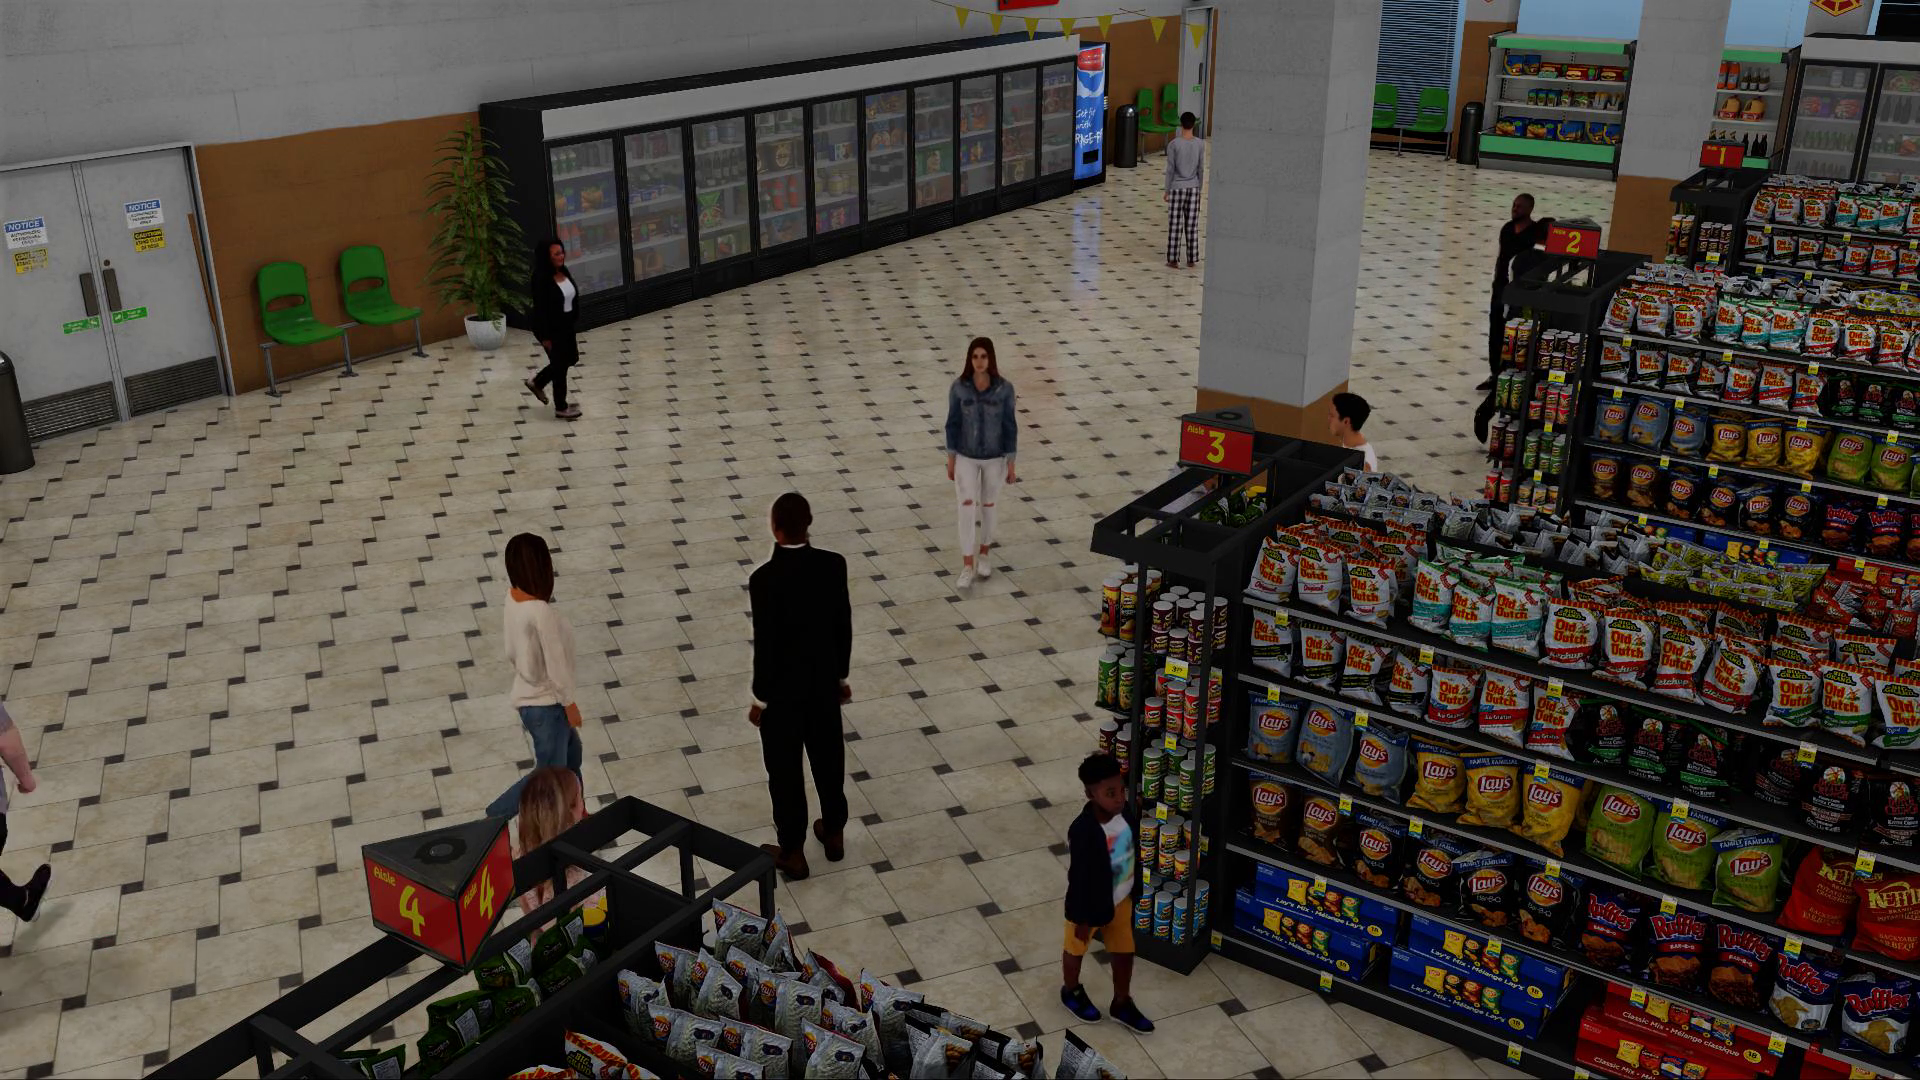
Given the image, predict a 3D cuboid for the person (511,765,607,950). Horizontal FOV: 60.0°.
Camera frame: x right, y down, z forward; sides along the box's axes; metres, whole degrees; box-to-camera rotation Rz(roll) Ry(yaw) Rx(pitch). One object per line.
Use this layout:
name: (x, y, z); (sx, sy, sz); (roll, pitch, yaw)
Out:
person: (-1.354, 1.611, 5.563); (0.575, 1.822, 0.650); (15, 26, 32)

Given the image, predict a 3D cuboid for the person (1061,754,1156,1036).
person: (0.521, 1.416, 6.807); (0.608, 1.256, 0.707); (-19, 29, -40)

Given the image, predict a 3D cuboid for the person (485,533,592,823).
person: (-2.038, 0.790, 7.832); (0.953, 1.654, 1.034); (-12, 25, -27)

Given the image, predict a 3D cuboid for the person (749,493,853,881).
person: (-0.747, 0.675, 7.782); (0.760, 1.905, 0.735); (-15, 26, -33)

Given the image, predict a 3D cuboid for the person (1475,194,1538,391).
person: (5.134, -2.257, 15.221); (1.003, 1.800, 1.081); (-12, 25, -27)

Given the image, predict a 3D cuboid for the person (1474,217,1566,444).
person: (4.589, -1.670, 13.633); (0.919, 1.893, 1.082); (-17, 28, -37)

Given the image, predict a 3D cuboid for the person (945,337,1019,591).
person: (0.141, -0.557, 11.140); (0.882, 1.688, 0.919); (0, 22, 0)

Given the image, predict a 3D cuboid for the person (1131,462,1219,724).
person: (1.033, 0.313, 8.724); (0.885, 1.874, 0.769); (15, 26, 32)

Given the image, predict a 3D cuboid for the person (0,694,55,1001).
person: (-4.118, 1.149, 6.760); (1.248, 1.787, 1.144); (1, 22, 2)

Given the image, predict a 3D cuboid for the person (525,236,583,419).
person: (-3.594, -1.842, 14.452); (0.921, 1.603, 0.824); (4, 22, 10)

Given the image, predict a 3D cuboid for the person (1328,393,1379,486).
person: (2.302, 0.042, 9.542); (0.849, 1.768, 0.770); (5, 23, 13)

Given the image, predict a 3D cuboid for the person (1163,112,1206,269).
person: (2.700, -4.214, 20.027); (0.699, 1.847, 0.756); (-4, 22, -10)
